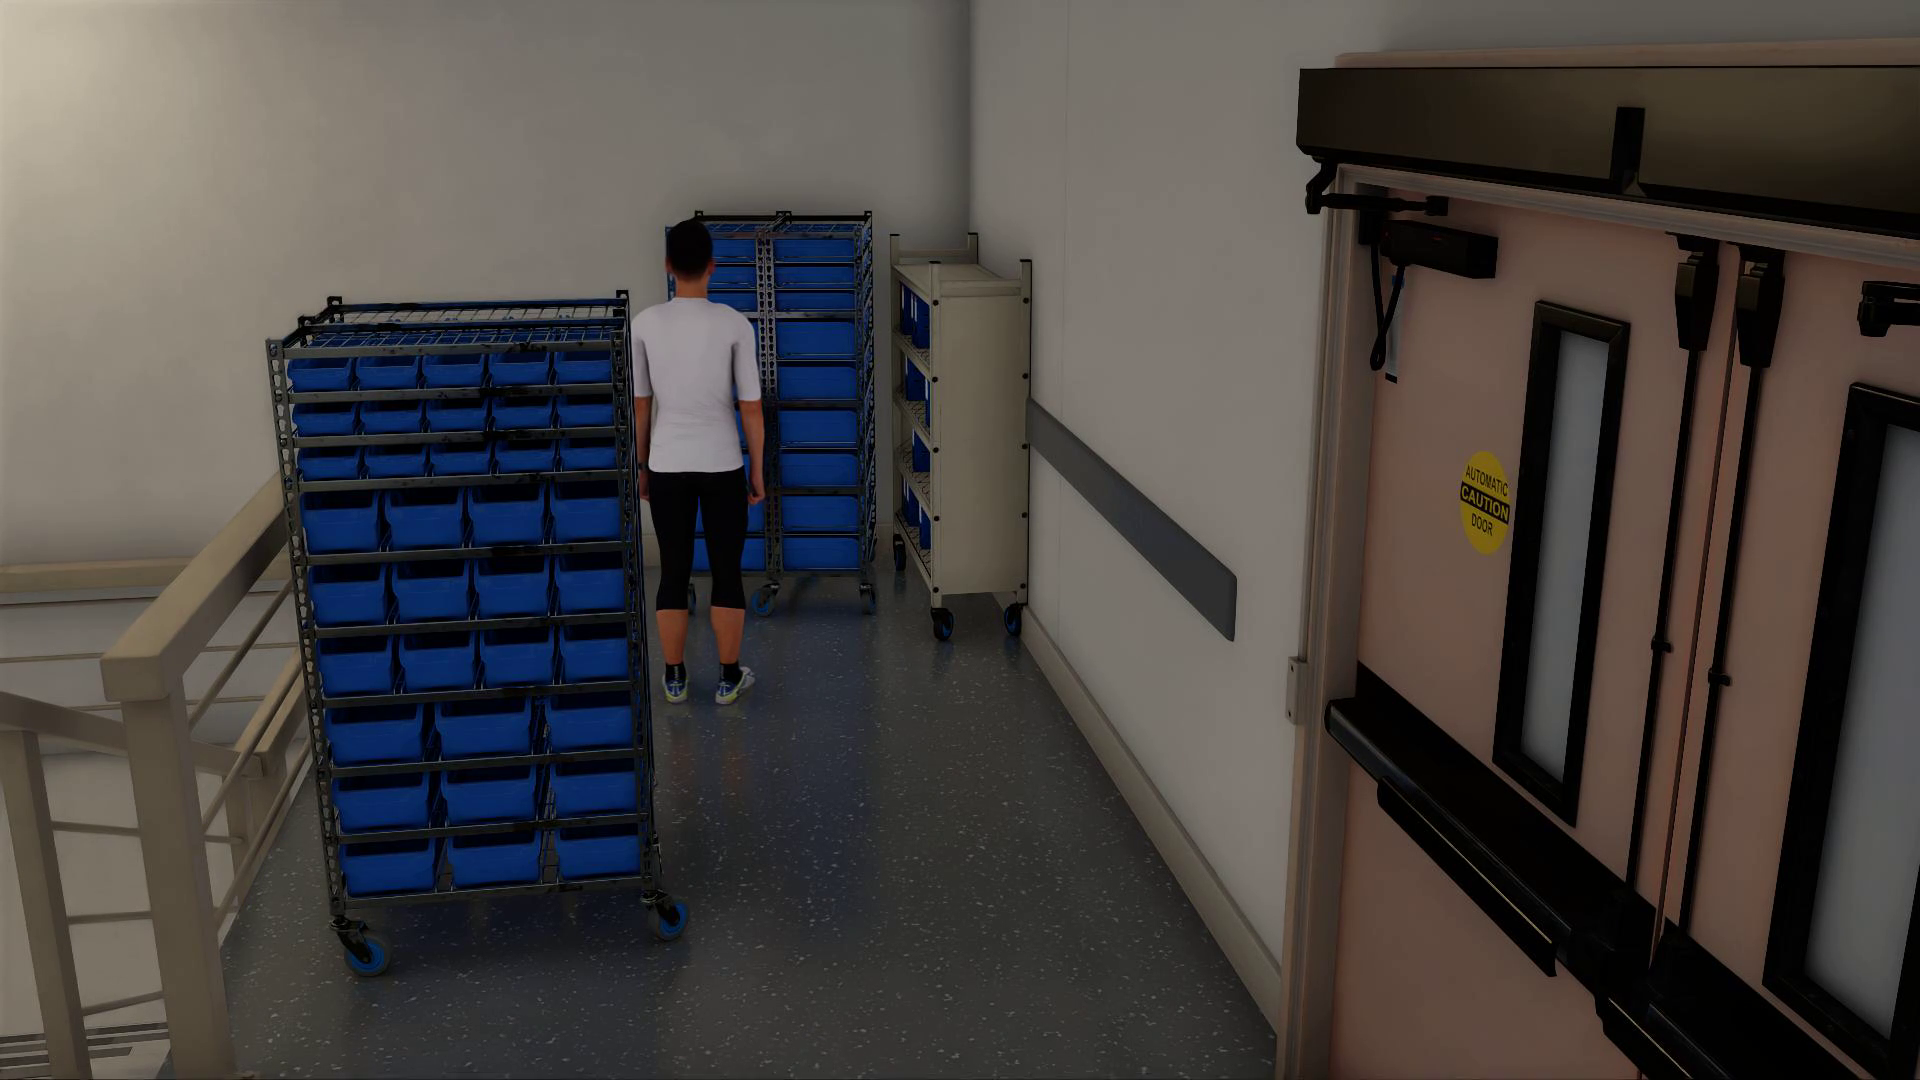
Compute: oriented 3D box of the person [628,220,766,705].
[{"bbox_3d":[-1.004,-0.281,6.342,0.695,1.848,0.612,0,16,1],"label":"person"}]
